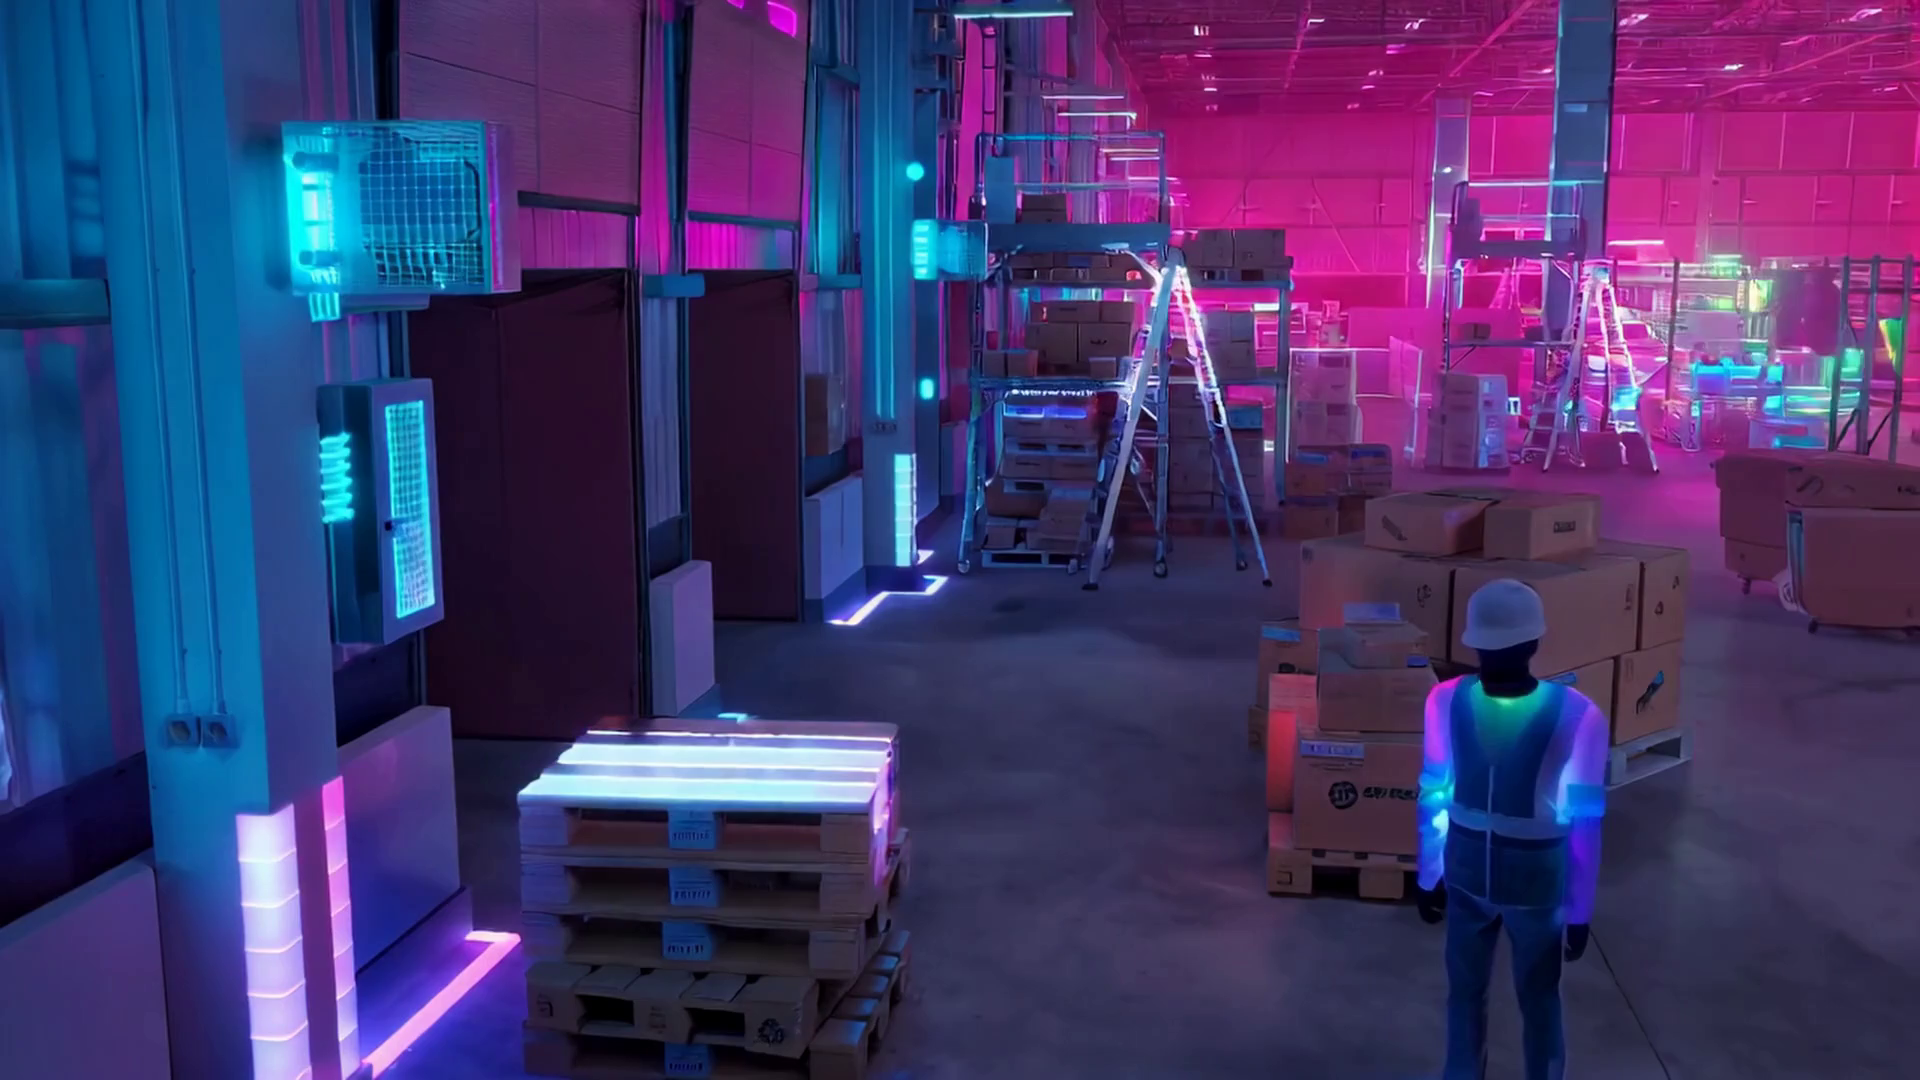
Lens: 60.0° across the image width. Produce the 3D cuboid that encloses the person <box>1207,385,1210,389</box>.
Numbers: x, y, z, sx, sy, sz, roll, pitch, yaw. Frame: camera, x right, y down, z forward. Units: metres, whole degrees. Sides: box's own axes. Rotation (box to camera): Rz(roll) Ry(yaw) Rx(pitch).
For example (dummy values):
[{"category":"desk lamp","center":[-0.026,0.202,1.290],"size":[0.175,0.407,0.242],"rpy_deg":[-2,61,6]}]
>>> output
[{"category":"person","center":[5.168,-3.651,35.136],"size":[0.312,1.633,0.519],"rpy_deg":[-5,11,-29]}]

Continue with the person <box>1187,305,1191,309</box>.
[{"category":"person","center":[6.188,-5.355,44.727],"size":[0.544,1.930,0.388],"rpy_deg":[-5,11,-30]}]

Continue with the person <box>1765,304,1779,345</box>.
[{"category":"person","center":[22.282,-5.518,45.704],"size":[0.374,1.936,0.629],"rpy_deg":[4,10,21]}]

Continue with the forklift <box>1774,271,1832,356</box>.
[{"category":"forklift","center":[19.697,-4.806,38.408],"size":[1.873,2.768,1.129],"rpy_deg":[1,9,9]}]

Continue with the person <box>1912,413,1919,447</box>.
[{"category":"person","center":[15.660,-2.369,26.892],"size":[0.319,1.739,0.485],"rpy_deg":[9,13,43]}]

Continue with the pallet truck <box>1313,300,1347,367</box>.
[{"category":"pallet truck","center":[11.159,-6.200,49.718],"size":[0.823,1.965,1.885],"rpy_deg":[4,10,26]}]

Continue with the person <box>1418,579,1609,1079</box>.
[{"category":"person","center":[1.685,1.062,5.184],"size":[0.587,1.919,0.398],"rpy_deg":[8,12,40]}]

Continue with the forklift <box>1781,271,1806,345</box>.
[{"category":"forklift","center":[23.984,-6.367,48.032],"size":[1.873,2.768,1.129],"rpy_deg":[1,9,9]}]

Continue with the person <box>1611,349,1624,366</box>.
[{"category":"person","center":[14.795,-4.213,37.679],"size":[0.543,1.928,0.372],"rpy_deg":[5,11,30]}]
